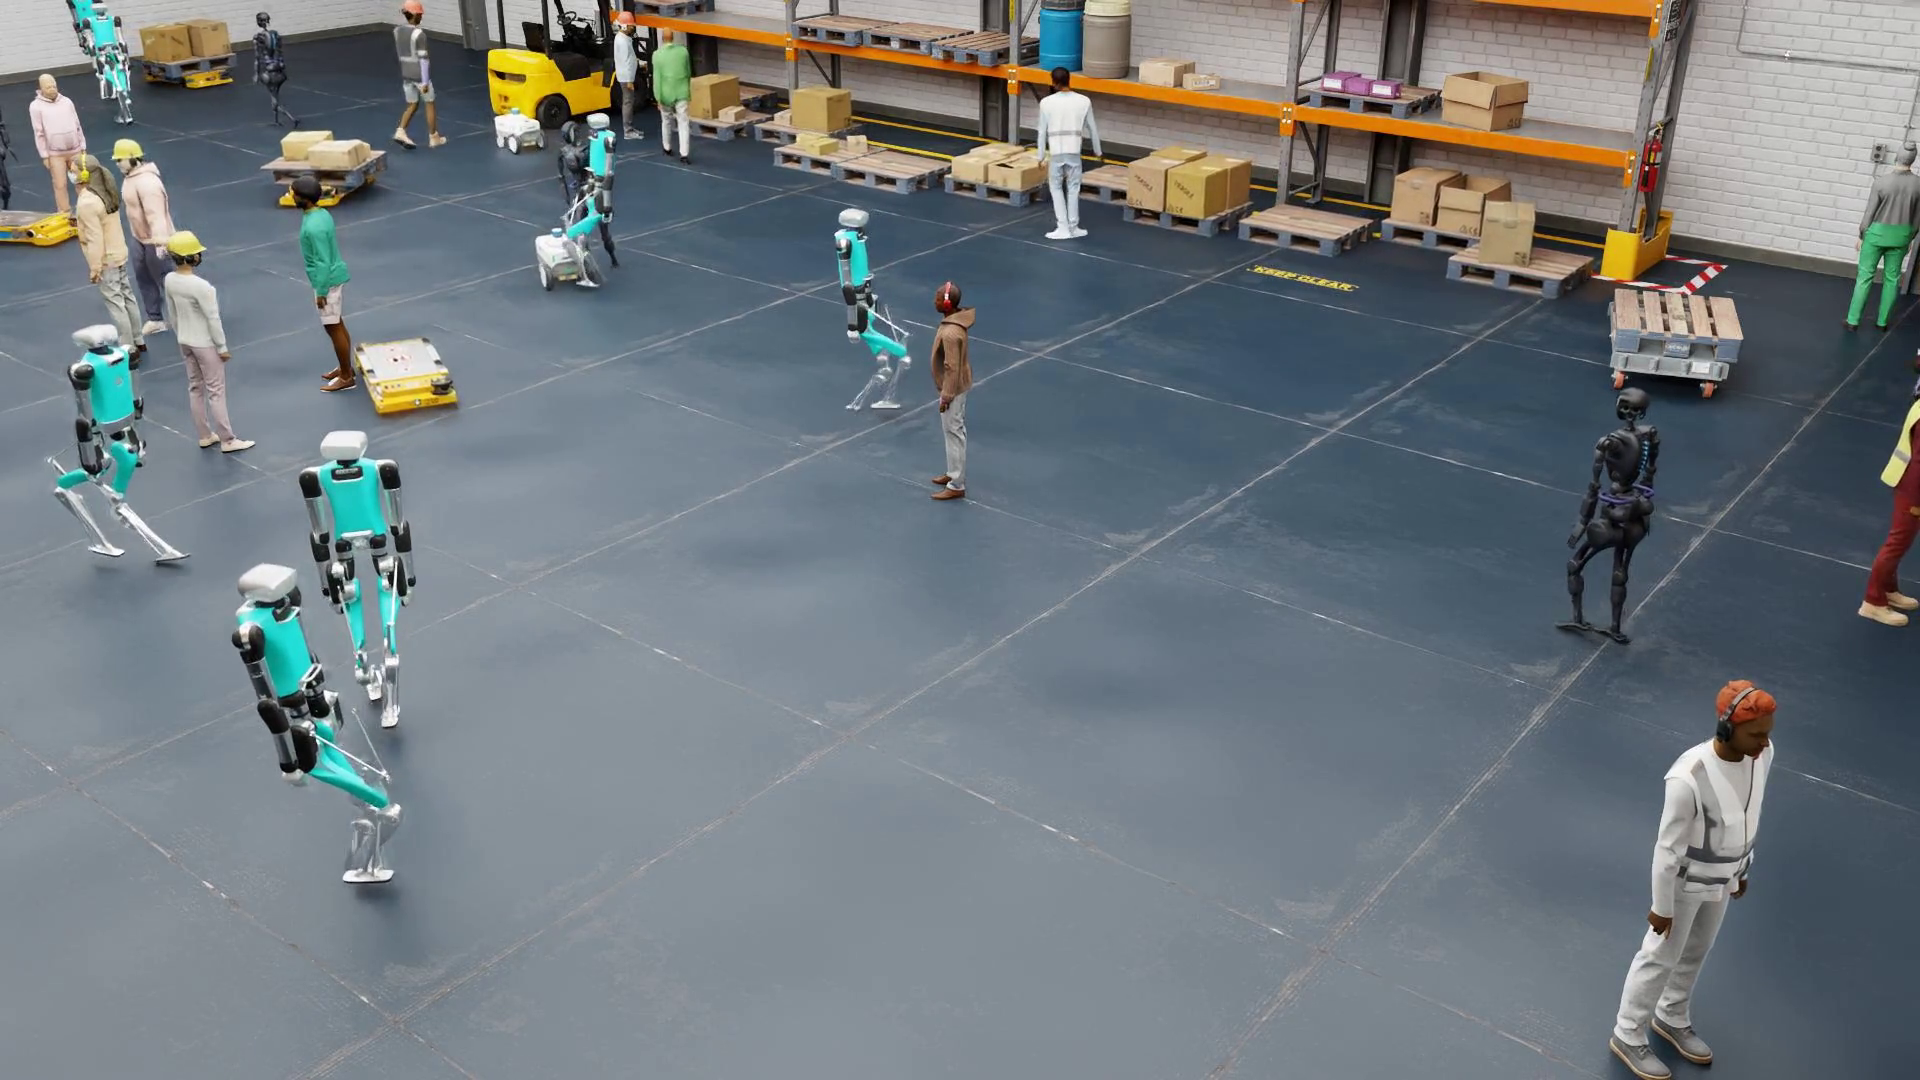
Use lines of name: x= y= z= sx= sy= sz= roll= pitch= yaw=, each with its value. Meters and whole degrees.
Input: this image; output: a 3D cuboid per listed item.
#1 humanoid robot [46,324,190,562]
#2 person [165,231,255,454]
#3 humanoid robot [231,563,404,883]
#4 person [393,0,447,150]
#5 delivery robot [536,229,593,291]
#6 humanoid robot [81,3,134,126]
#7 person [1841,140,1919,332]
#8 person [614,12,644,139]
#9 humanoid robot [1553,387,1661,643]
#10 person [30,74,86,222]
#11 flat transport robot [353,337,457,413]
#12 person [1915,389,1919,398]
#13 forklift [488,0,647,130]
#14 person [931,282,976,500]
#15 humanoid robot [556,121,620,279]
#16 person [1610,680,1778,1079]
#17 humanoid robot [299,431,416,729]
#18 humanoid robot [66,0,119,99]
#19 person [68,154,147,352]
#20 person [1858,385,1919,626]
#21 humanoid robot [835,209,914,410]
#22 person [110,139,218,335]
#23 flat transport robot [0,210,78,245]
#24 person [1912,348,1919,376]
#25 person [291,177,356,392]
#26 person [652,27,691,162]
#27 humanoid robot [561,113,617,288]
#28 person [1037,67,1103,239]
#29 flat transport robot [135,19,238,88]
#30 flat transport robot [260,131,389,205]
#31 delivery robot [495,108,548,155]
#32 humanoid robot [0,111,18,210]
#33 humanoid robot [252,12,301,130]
humanoid robot: x=-5.773 y=-0.608 z=11.138 sx=0.975 sy=1.733 sz=0.541 roll=8 pitch=27 yaw=16
person: x=-5.942 y=-1.548 z=13.054 sx=0.524 sy=1.768 sz=0.325 roll=15 pitch=30 yaw=28
humanoid robot: x=-2.934 y=0.954 z=7.940 sx=0.790 sy=1.805 sz=0.539 roll=1 pitch=26 yaw=1
person: x=-7.487 y=-6.324 z=22.684 sx=0.612 sy=2.009 sz=0.801 roll=12 pitch=28 yaw=24
delivery robot: x=-4.168 y=-2.953 z=17.329 sx=0.499 sy=0.570 sz=0.746 roll=-12 pitch=28 yaw=-24
humanoid robot: x=-12.177 y=-6.800 z=24.034 sx=0.534 sy=1.766 sz=1.026 roll=-21 pitch=33 yaw=-36
person: x=8.753 y=-2.845 z=15.719 sx=0.511 sy=1.788 sz=0.341 roll=5 pitch=26 yaw=10
person: x=-4.665 y=-6.539 z=23.423 sx=0.351 sy=1.739 sz=0.572 roll=-6 pitch=26 yaw=-12
humanoid robot: x=4.050 y=-0.162 z=10.288 sx=0.598 sy=1.641 sz=0.457 roll=-13 pitch=29 yaw=-26
person: x=-10.252 y=-4.420 z=18.995 sx=0.417 sy=1.776 sz=0.531 roll=21 pitch=33 yaw=36
flat transport robot: x=-4.892 y=-1.466 z=14.607 sx=0.659 sy=0.231 sz=1.431 roll=-12 pitch=28 yaw=-23
person: x=8.544 y=-2.009 z=13.966 sx=0.926 sy=1.806 sz=0.583 roll=-14 pitch=29 yaw=-26
forklift: x=-5.874 y=-7.334 z=24.552 sx=1.214 sy=2.155 sz=2.313 roll=19 pitch=32 yaw=34
person: x=-0.055 y=-1.099 z=12.253 sx=0.333 sy=1.651 sz=0.462 roll=1 pitch=26 yaw=3
humanoid robot: x=-3.875 y=-3.548 z=17.350 sx=0.613 sy=1.644 sz=0.630 roll=13 pitch=28 yaw=24
person: x=3.033 y=1.397 z=6.836 sx=0.565 sy=1.878 sz=0.353 roll=-16 pitch=30 yaw=-29
humanoid robot: x=-3.314 y=0.299 z=9.274 sx=0.538 sy=1.764 sz=0.921 roll=-6 pitch=26 yaw=-12
humanoid robot: x=-13.426 y=-7.768 z=25.975 sx=0.531 sy=1.793 sz=0.725 roll=-2 pitch=26 yaw=-3
person: x=-7.657 y=-2.532 z=14.969 sx=0.406 sy=1.877 sz=0.565 roll=-2 pitch=26 yaw=-3
person: x=6.049 y=-0.330 z=10.533 sx=0.381 sy=1.765 sz=0.478 roll=18 pitch=31 yaw=33
humanoid robot: x=-0.663 y=-1.810 z=13.661 sx=0.854 sy=1.796 sz=0.543 roll=5 pitch=26 yaw=10
person: x=-7.571 y=-2.868 z=15.690 sx=0.805 sy=1.840 sz=0.729 roll=22 pitch=33 yaw=38
flat transport robot: x=-10.797 y=-3.553 z=18.928 sx=1.431 sy=0.231 sz=0.659 roll=4 pitch=26 yaw=8
person: x=7.824 y=-1.655 z=13.081 sx=0.465 sy=1.941 sz=0.615 roll=6 pitch=26 yaw=12
person: x=-5.454 y=-2.203 z=14.317 sx=0.391 sy=1.849 sz=0.504 roll=-6 pitch=27 yaw=-13
person: x=-3.831 y=-5.955 z=22.215 sx=0.522 sy=1.735 sz=0.923 roll=-7 pitch=27 yaw=-13
humanoid robot: x=-3.867 y=-3.404 z=16.939 sx=0.822 sy=1.783 sz=0.531 roll=-15 pitch=30 yaw=-28
person: x=1.238 y=-4.326 z=18.671 sx=0.757 sy=1.897 sz=0.401 roll=-2 pitch=26 yaw=-5
flat transport robot: x=-12.717 y=-7.652 z=27.417 sx=1.431 sy=0.231 sz=0.659 roll=16 pitch=30 yaw=30
flat transport robot: x=-7.882 y=-4.438 z=20.762 sx=0.659 sy=0.231 sz=1.431 roll=2 pitch=26 yaw=4
delivery robot: x=-6.091 y=-5.662 z=22.933 sx=0.499 sy=0.564 sz=0.739 roll=-23 pitch=34 yaw=-39
humanoid robot: x=-11.352 y=-4.548 z=19.377 sx=0.311 sy=1.671 sz=0.606 roll=17 pitch=31 yaw=31
humanoid robot: x=-9.892 y=-6.771 z=24.010 sx=0.693 sy=1.647 sz=0.597 roll=9 pitch=27 yaw=18
